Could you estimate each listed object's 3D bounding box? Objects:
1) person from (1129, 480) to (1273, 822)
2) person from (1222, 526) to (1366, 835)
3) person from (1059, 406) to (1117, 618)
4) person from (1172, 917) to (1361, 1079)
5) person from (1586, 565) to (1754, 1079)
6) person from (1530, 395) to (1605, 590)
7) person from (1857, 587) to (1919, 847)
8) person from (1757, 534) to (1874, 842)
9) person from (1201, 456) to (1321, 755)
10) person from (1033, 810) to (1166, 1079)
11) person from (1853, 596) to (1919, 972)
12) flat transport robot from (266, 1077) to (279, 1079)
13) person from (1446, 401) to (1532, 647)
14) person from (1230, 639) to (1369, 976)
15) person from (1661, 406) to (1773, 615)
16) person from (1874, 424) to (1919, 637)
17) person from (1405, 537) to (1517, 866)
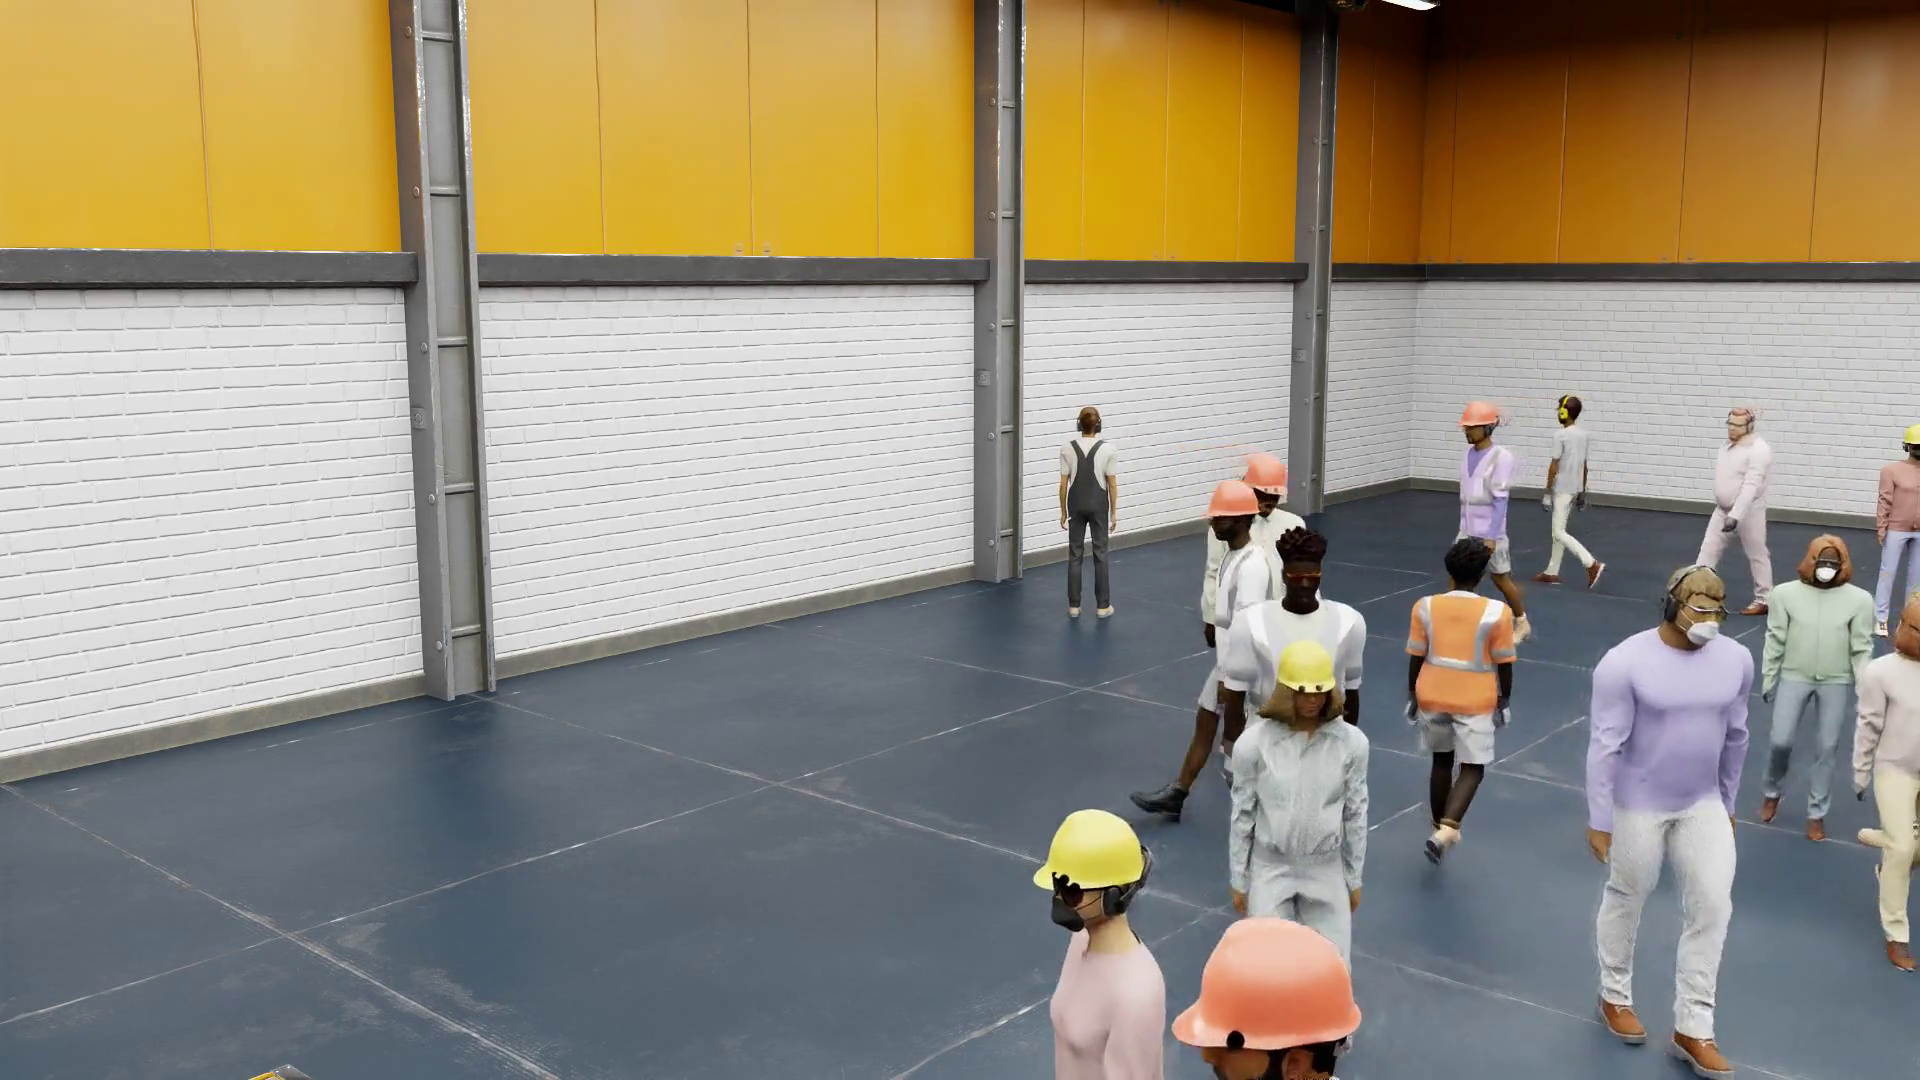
[{"bbox_3d":[1.382,0.632,8.852,0.963,1.889,0.569,-1,9,-6],"label":"person"},{"bbox_3d":[1.451,0.865,7.337,0.610,1.923,0.967,0,9,1],"label":"person"},{"bbox_3d":[1.112,-0.240,14.475,0.505,1.846,0.347,2,9,13],"label":"person"},{"bbox_3d":[0.566,1.573,2.877,0.468,1.921,0.567,1,9,9],"label":"person"},{"bbox_3d":[2.686,1.043,6.223,0.665,1.903,0.828,-1,9,-5],"label":"person"},{"bbox_3d":[5.816,-0.448,15.801,0.516,1.852,0.783,-7,11,-37],"label":"person"},{"bbox_3d":[5.081,0.719,8.510,0.663,1.825,0.647,6,11,32],"label":"person"},{"bbox_3d":[4.527,0.773,8.805,0.510,1.621,0.351,3,10,20],"label":"person"},{"bbox_3d":[1.777,0.465,9.783,0.628,1.923,1.054,-3,9,-16],"label":"person"},{"bbox_3d":[0.398,1.483,4.030,0.906,1.724,0.537,-2,9,-15],"label":"person"},{"bbox_3d":[4.176,1.016,7.326,0.501,1.609,0.652,1,9,6],"label":"person"},{"bbox_3d":[-2.123,2.021,5.205,1.431,0.197,0.652,8,12,40],"label":"flat transport robot"},{"bbox_3d":[4.161,-0.104,13.171,1.028,2.003,0.629,-4,10,-25],"label":"person"},{"bbox_3d":[1.197,1.176,5.971,0.491,1.733,0.531,0,9,-1],"label":"person"},{"bbox_3d":[6.686,-0.238,14.457,1.041,1.841,0.653,-2,9,-12],"label":"person"},{"bbox_3d":[7.816,-0.074,13.685,0.525,1.769,0.313,1,9,6],"label":"person"},{"bbox_3d":[2.474,0.826,8.342,0.552,1.668,0.674,7,11,36],"label":"person"}]
